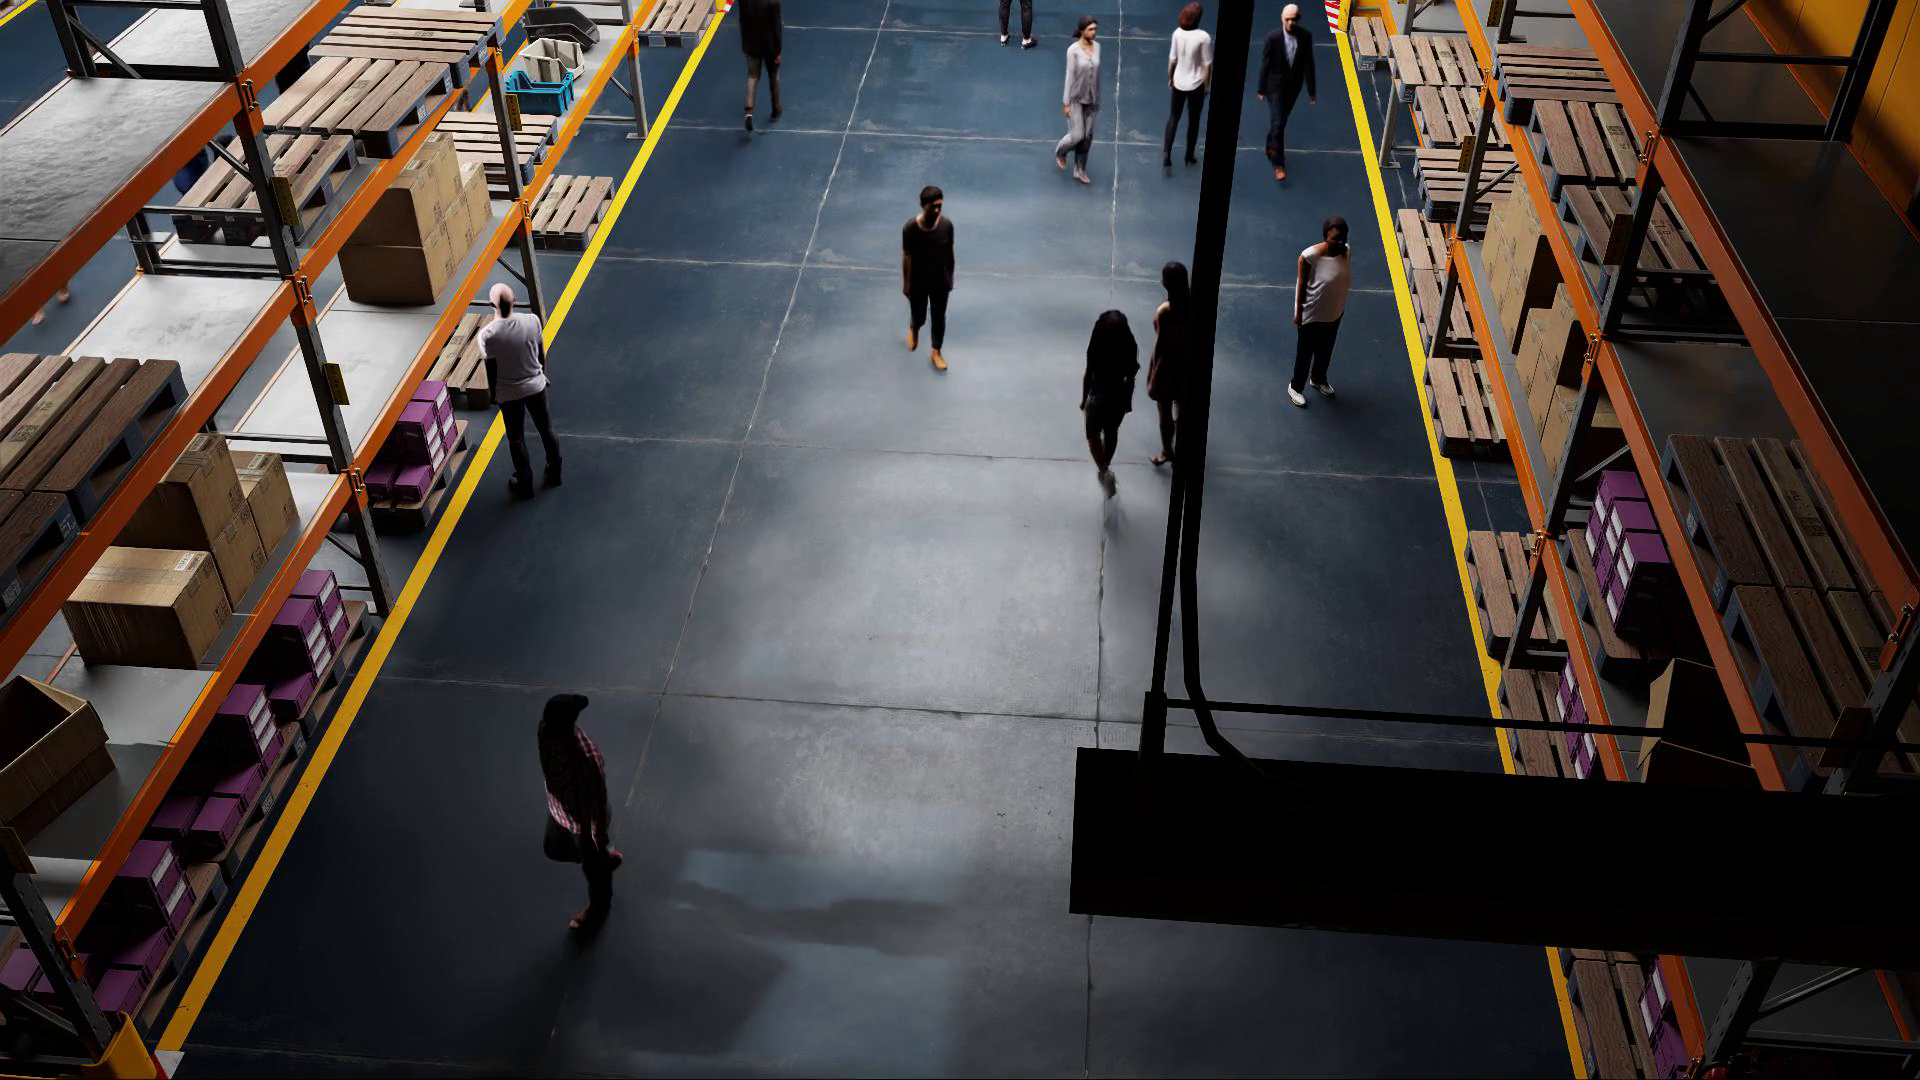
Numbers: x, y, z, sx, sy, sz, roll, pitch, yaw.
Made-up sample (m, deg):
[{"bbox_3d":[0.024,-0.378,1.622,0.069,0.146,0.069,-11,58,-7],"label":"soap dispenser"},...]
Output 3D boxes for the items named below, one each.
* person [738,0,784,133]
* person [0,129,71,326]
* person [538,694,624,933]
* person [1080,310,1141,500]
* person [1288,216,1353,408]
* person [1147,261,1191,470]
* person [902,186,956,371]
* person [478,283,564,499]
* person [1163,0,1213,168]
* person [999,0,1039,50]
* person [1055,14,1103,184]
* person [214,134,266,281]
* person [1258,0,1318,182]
[{"bbox_3d":[-2.184,-5.307,18.046,0.720,1.777,1.093,7,39,9],"label":"person"},{"bbox_3d":[-8.376,-2.921,15.064,0.839,1.771,1.040,-6,39,-7],"label":"person"},{"bbox_3d":[-2.139,1.502,9.539,0.874,1.754,0.924,31,48,33],"label":"person"},{"bbox_3d":[1.143,-1.001,12.786,0.731,1.612,0.929,-8,39,-10],"label":"person"},{"bbox_3d":[3.031,-1.932,13.892,0.762,1.688,0.785,-18,42,-21],"label":"person"},{"bbox_3d":[1.681,-1.406,13.173,0.972,1.763,0.885,29,47,32],"label":"person"},{"bbox_3d":[-0.295,-2.293,14.334,0.789,1.700,0.907,-11,40,-13],"label":"person"},{"bbox_3d":[-3.386,-1.161,12.811,0.748,1.832,0.801,-26,45,-29],"label":"person"},{"bbox_3d":[2.344,-4.687,17.257,0.769,1.794,0.855,20,43,23],"label":"person"},{"bbox_3d":[0.682,-6.811,19.882,0.741,1.837,0.701,16,41,19],"label":"person"},{"bbox_3d":[1.193,-4.556,17.118,0.809,1.762,0.882,-20,43,-24],"label":"person"},{"bbox_3d":[-6.400,-2.712,14.812,0.653,1.759,0.632,8,39,10],"label":"person"},{"bbox_3d":[3.357,-4.750,17.361,0.882,1.763,1.117,-8,39,-10],"label":"person"}]
